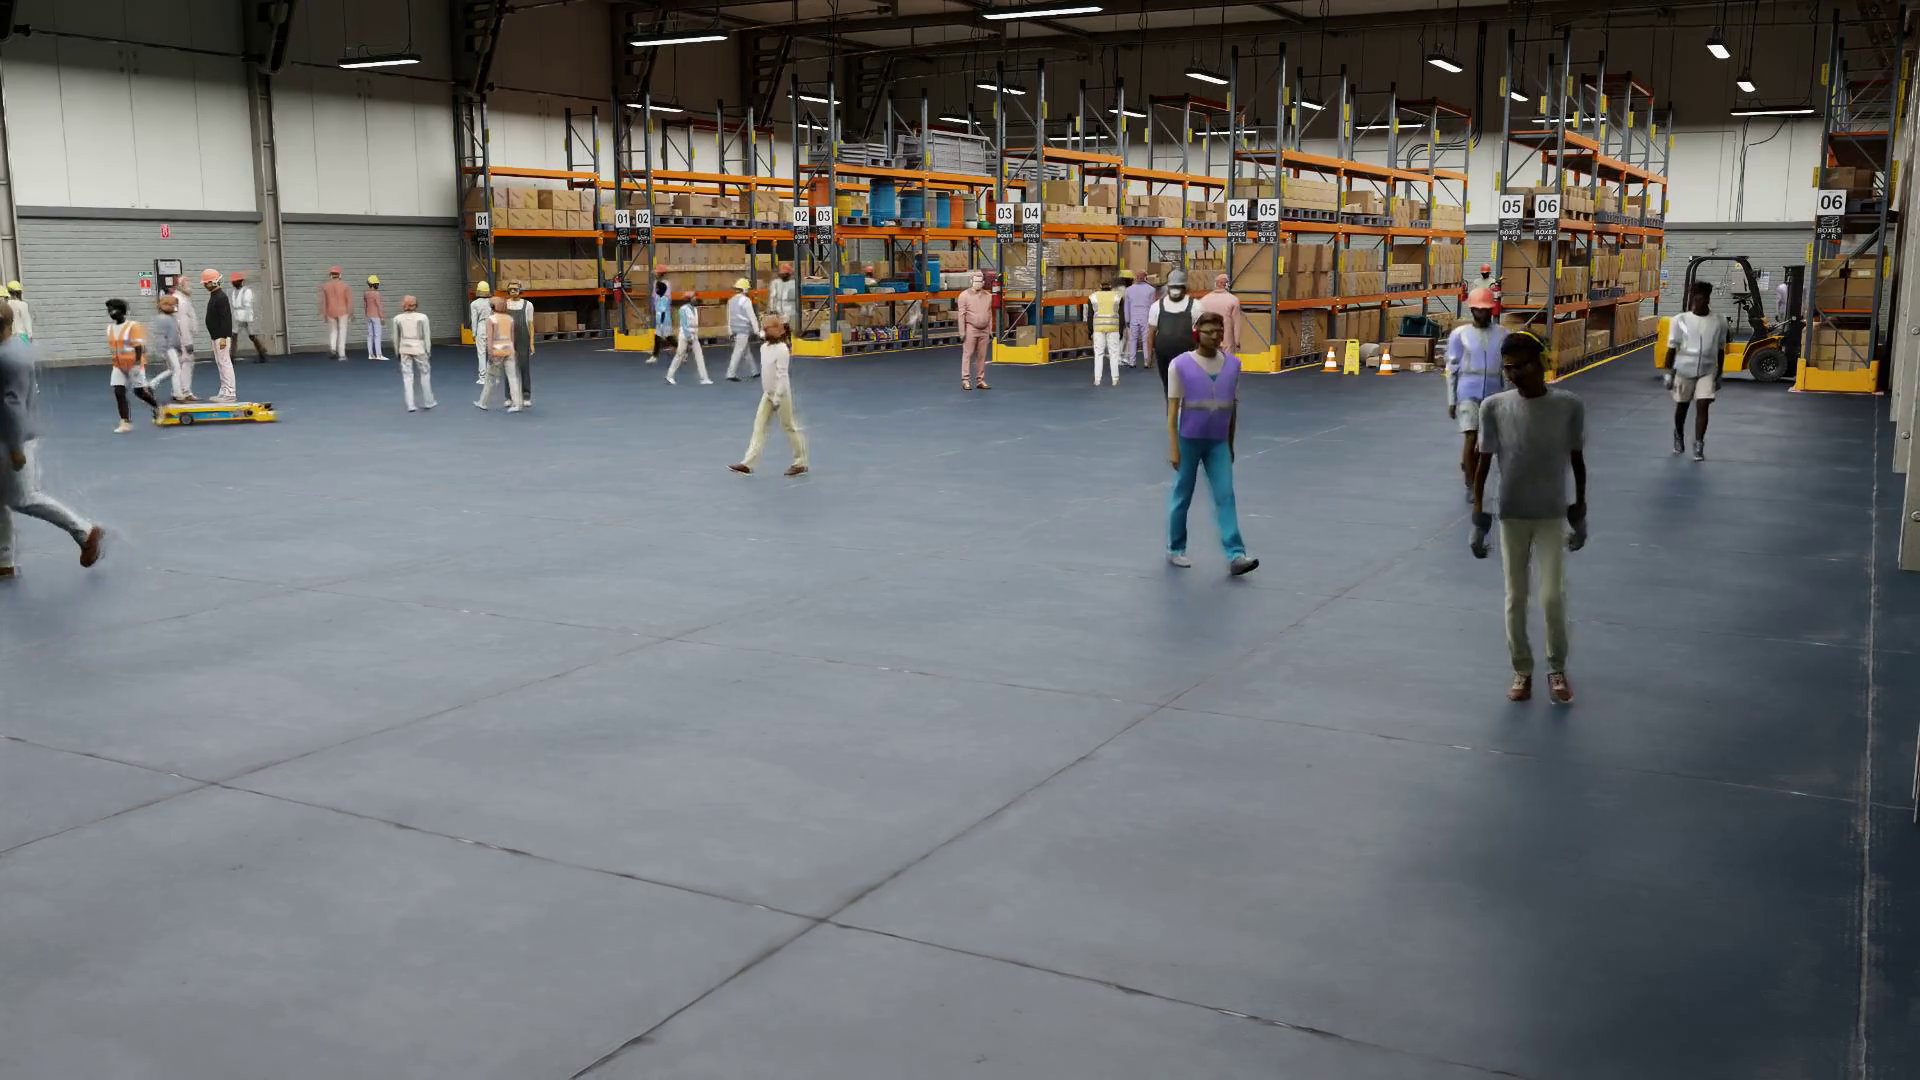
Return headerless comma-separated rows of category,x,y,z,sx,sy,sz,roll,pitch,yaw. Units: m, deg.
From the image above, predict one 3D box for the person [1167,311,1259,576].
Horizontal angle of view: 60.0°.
person,1.700,-0.653,11.380,0.582,1.795,0.930,-3,10,-17

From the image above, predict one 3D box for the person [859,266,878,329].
person,-2.388,-6.231,43.664,0.563,1.920,0.415,4,10,20

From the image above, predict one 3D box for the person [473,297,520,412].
person,-6.474,-2.585,23.251,0.846,1.596,0.542,7,12,35

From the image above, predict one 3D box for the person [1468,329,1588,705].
person,2.752,-0.104,8.056,0.540,1.829,0.515,3,10,19

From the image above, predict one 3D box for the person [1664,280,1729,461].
person,7.964,-1.854,18.051,0.610,1.930,0.956,3,10,15

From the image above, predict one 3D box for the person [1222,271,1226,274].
person,6.289,-5.460,39.480,0.452,1.816,0.627,-9,13,-42

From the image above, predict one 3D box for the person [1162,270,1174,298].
person,4.668,-4.971,36.476,0.548,1.855,0.385,7,12,36

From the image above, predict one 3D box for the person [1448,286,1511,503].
person,4.595,-1.298,14.797,0.556,1.917,0.601,0,10,-2

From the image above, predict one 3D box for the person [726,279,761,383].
person,-3.688,-3.610,28.730,0.941,1.776,0.606,-7,12,-35

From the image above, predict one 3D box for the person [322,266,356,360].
person,-12.994,-4.743,34.802,0.621,1.969,0.456,0,10,3

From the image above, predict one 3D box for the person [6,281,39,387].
person,-15.637,-3.411,27.616,0.533,1.766,0.317,2,10,11

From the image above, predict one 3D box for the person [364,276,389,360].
person,-12.231,-4.634,34.777,0.525,1.769,0.309,6,11,32

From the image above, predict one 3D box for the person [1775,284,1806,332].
person,18.507,-5.098,37.079,0.589,1.910,0.532,5,11,28

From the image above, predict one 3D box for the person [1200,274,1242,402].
person,3.895,-3.004,24.819,0.652,1.906,0.403,5,11,29

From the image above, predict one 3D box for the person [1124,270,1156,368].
person,3.526,-4.290,32.344,0.638,1.910,0.407,4,11,23

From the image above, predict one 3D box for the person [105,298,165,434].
person,-10.248,-2.164,20.581,0.534,1.670,0.674,2,10,13

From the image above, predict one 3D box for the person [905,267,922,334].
person,-1.309,-6.705,46.584,0.598,1.871,0.489,4,11,24

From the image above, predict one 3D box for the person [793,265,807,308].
person,-4.645,-6.970,47.997,0.564,1.917,0.410,7,12,36

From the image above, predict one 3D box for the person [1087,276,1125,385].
person,2.464,-3.525,28.080,0.622,1.838,0.430,1,10,8

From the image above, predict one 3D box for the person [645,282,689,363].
person,-5.962,-4.413,33.775,0.837,1.664,0.533,-3,10,-17

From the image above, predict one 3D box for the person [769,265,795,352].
person,-3.898,-5.168,37.271,0.607,1.989,1.069,4,11,24

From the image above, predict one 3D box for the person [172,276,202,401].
person,-11.659,-3.014,25.007,0.434,1.873,0.745,-5,11,-27

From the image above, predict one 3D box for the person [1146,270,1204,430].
person,2.634,-2.340,20.541,0.697,2.000,0.996,3,10,17

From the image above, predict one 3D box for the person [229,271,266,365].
person,-14.417,-4.454,33.428,0.553,1.877,1.012,4,11,24

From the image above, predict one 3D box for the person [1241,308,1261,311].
person,6.717,-5.363,38.689,0.602,1.892,0.797,8,13,40

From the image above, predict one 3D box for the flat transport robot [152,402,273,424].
flat transport robot,-9.772,-1.667,21.774,1.431,0.197,0.652,-4,10,-22

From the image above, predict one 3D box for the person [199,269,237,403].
person,-11.036,-3.029,24.734,0.405,1.982,0.622,-7,12,-34

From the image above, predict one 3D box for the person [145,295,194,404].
person,-11.665,-2.785,24.397,0.658,1.607,0.546,-1,10,-7

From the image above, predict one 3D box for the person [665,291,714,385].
person,-4.633,-3.423,28.171,0.854,1.596,0.520,4,11,24

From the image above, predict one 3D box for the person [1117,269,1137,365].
person,3.341,-4.414,33.076,0.594,1.905,0.608,0,10,-2

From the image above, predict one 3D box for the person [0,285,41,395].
person,-14.388,-2.977,25.195,0.870,1.730,0.528,-2,10,-9

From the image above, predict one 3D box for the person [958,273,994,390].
person,0.280,-3.397,27.134,0.645,1.903,0.400,-6,11,-30

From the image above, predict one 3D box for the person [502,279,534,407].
person,-6.404,-2.837,24.019,0.506,1.847,0.344,-1,10,-9

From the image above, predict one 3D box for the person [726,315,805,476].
person,-1.879,-1.398,16.314,0.839,1.582,0.524,-7,12,-36

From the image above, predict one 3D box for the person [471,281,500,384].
person,-8.110,-3.541,28.436,0.490,1.746,0.286,-6,11,-32

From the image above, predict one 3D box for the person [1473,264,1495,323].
person,12.566,-5.621,39.899,0.608,1.989,0.386,6,12,33

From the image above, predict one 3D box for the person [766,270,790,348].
person,-4.243,-5.425,39.129,0.646,1.879,1.066,7,12,36

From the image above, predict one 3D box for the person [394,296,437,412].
person,-7.672,-2.625,23.416,0.544,1.612,0.675,0,10,0

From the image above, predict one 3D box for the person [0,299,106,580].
person,-6.297,-0.678,11.185,0.798,1.914,0.636,-8,12,-39

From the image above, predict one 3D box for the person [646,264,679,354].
person,-6.587,-5.151,37.101,0.897,2.020,0.627,-7,12,-36

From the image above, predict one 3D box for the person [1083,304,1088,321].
person,3.202,-5.694,40.634,0.584,1.882,0.347,5,11,28
